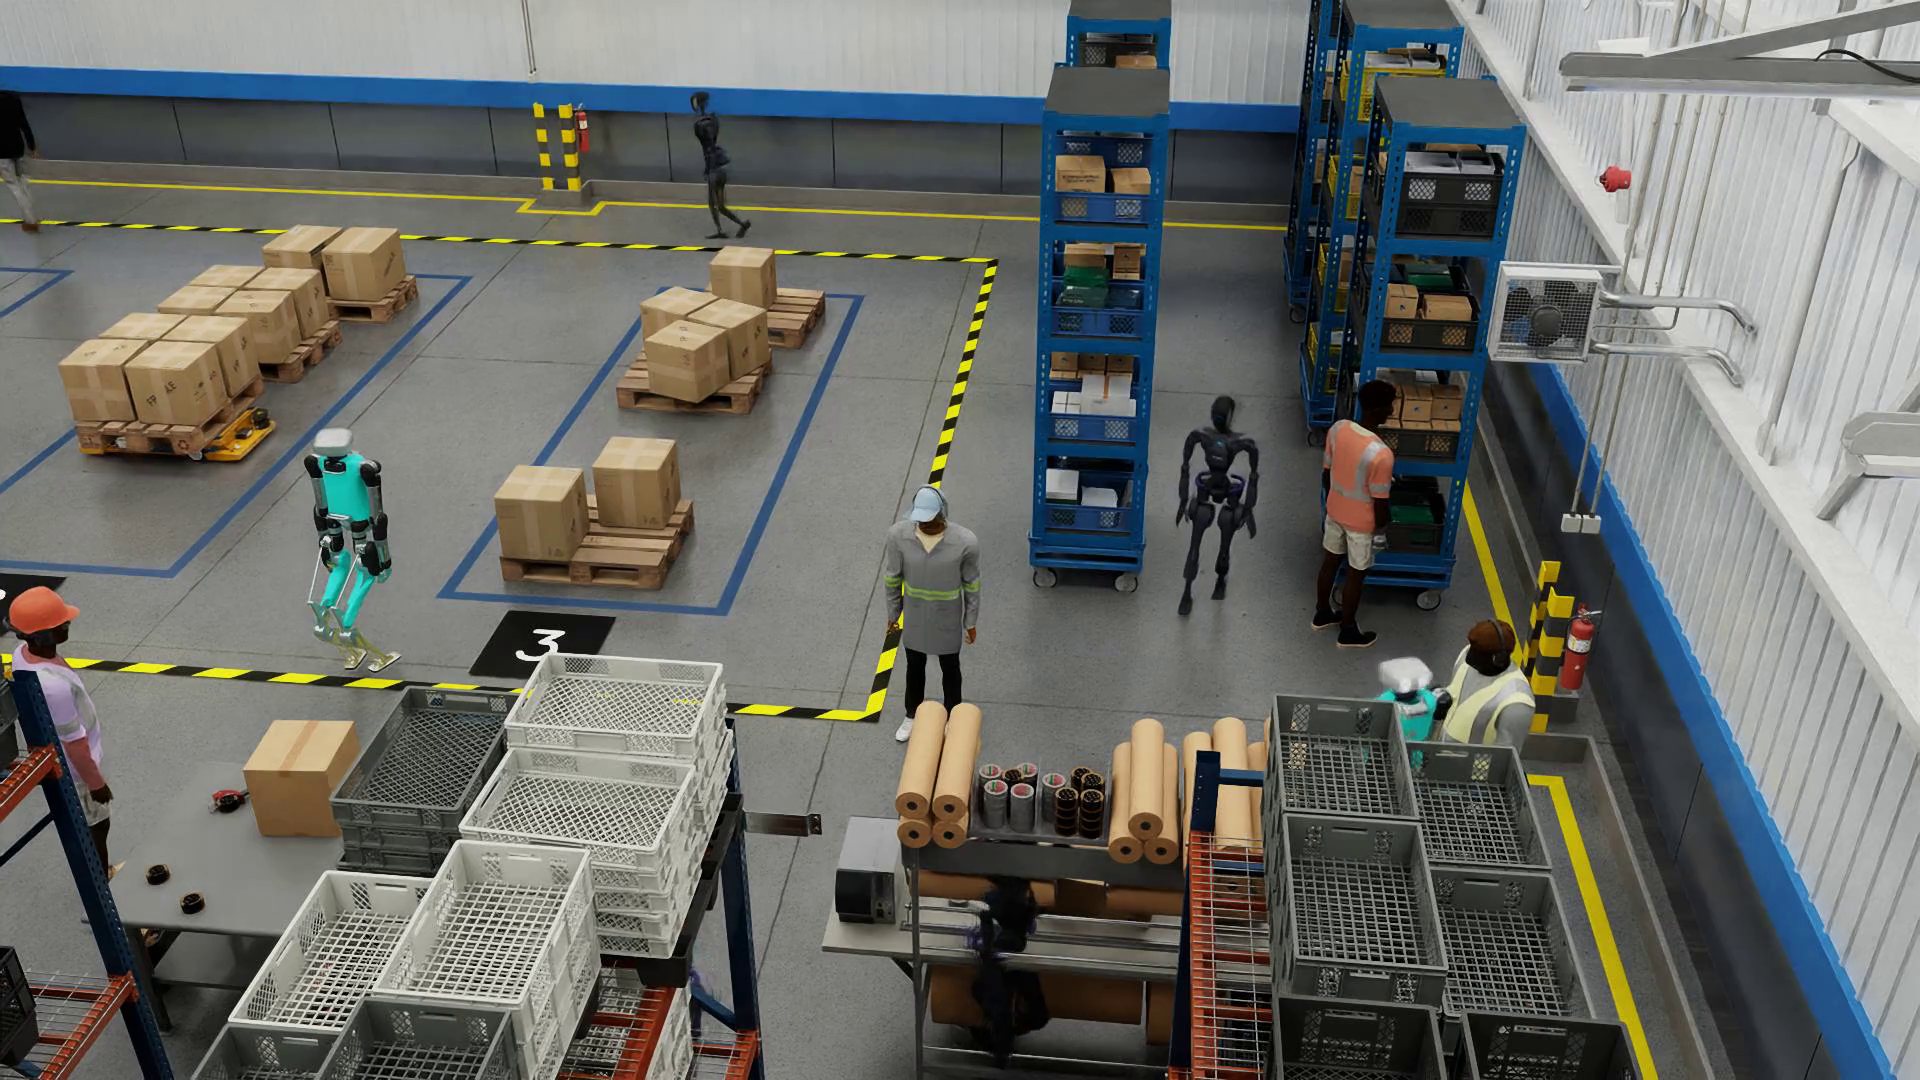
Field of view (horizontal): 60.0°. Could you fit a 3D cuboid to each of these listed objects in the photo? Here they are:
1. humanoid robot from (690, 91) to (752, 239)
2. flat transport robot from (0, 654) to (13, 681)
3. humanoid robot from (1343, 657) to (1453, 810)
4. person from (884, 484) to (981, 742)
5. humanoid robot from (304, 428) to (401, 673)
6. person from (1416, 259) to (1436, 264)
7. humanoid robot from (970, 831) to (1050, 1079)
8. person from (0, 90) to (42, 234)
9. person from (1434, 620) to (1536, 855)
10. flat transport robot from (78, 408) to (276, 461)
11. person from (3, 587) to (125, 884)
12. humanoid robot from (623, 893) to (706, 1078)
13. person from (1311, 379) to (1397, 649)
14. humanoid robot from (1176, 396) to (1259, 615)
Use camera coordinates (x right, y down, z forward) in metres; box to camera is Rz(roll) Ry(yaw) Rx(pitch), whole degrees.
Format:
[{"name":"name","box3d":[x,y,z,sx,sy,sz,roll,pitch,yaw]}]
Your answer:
[{"name":"humanoid robot","box3d":[-2.650,-4.145,18.410,0.551,1.621,0.628,-7,31,-12]},{"name":"flat transport robot","box3d":[-7.142,0.969,11.010,1.431,0.231,0.659,3,30,6]},{"name":"humanoid robot","box3d":[2.183,1.312,8.974,0.540,1.804,0.721,-11,32,-17]},{"name":"person","box3d":[-0.179,0.476,10.281,0.596,1.850,0.397,6,31,10]},{"name":"humanoid robot","box3d":[-4.049,0.152,10.816,0.533,1.681,0.735,9,31,15]},{"name":"person","box3d":[3.586,-1.322,13.286,0.373,1.940,0.628,-17,34,-26]},{"name":"humanoid robot","box3d":[0.221,1.980,7.865,0.387,1.645,0.602,19,35,29]},{"name":"person","box3d":[-10.682,-4.354,18.555,0.638,1.866,0.594,18,35,28]},{"name":"person","box3d":[2.789,1.215,9.036,0.431,1.835,0.622,-7,31,-12]},{"name":"flat transport robot","box3d":[-6.714,-0.943,14.266,1.431,0.197,0.652,3,30,6]},{"name":"person","box3d":[-4.734,1.147,8.952,0.401,2.036,0.600,-23,37,-34]},{"name":"humanoid robot","box3d":[-1.316,2.184,7.522,0.362,1.635,0.612,2,30,3]},{"name":"person","box3d":[2.692,-0.182,11.299,0.364,1.964,0.609,-14,33,-23]},{"name":"humanoid robot","box3d":[1.811,-0.221,11.678,0.586,1.653,0.573,9,31,15]}]
